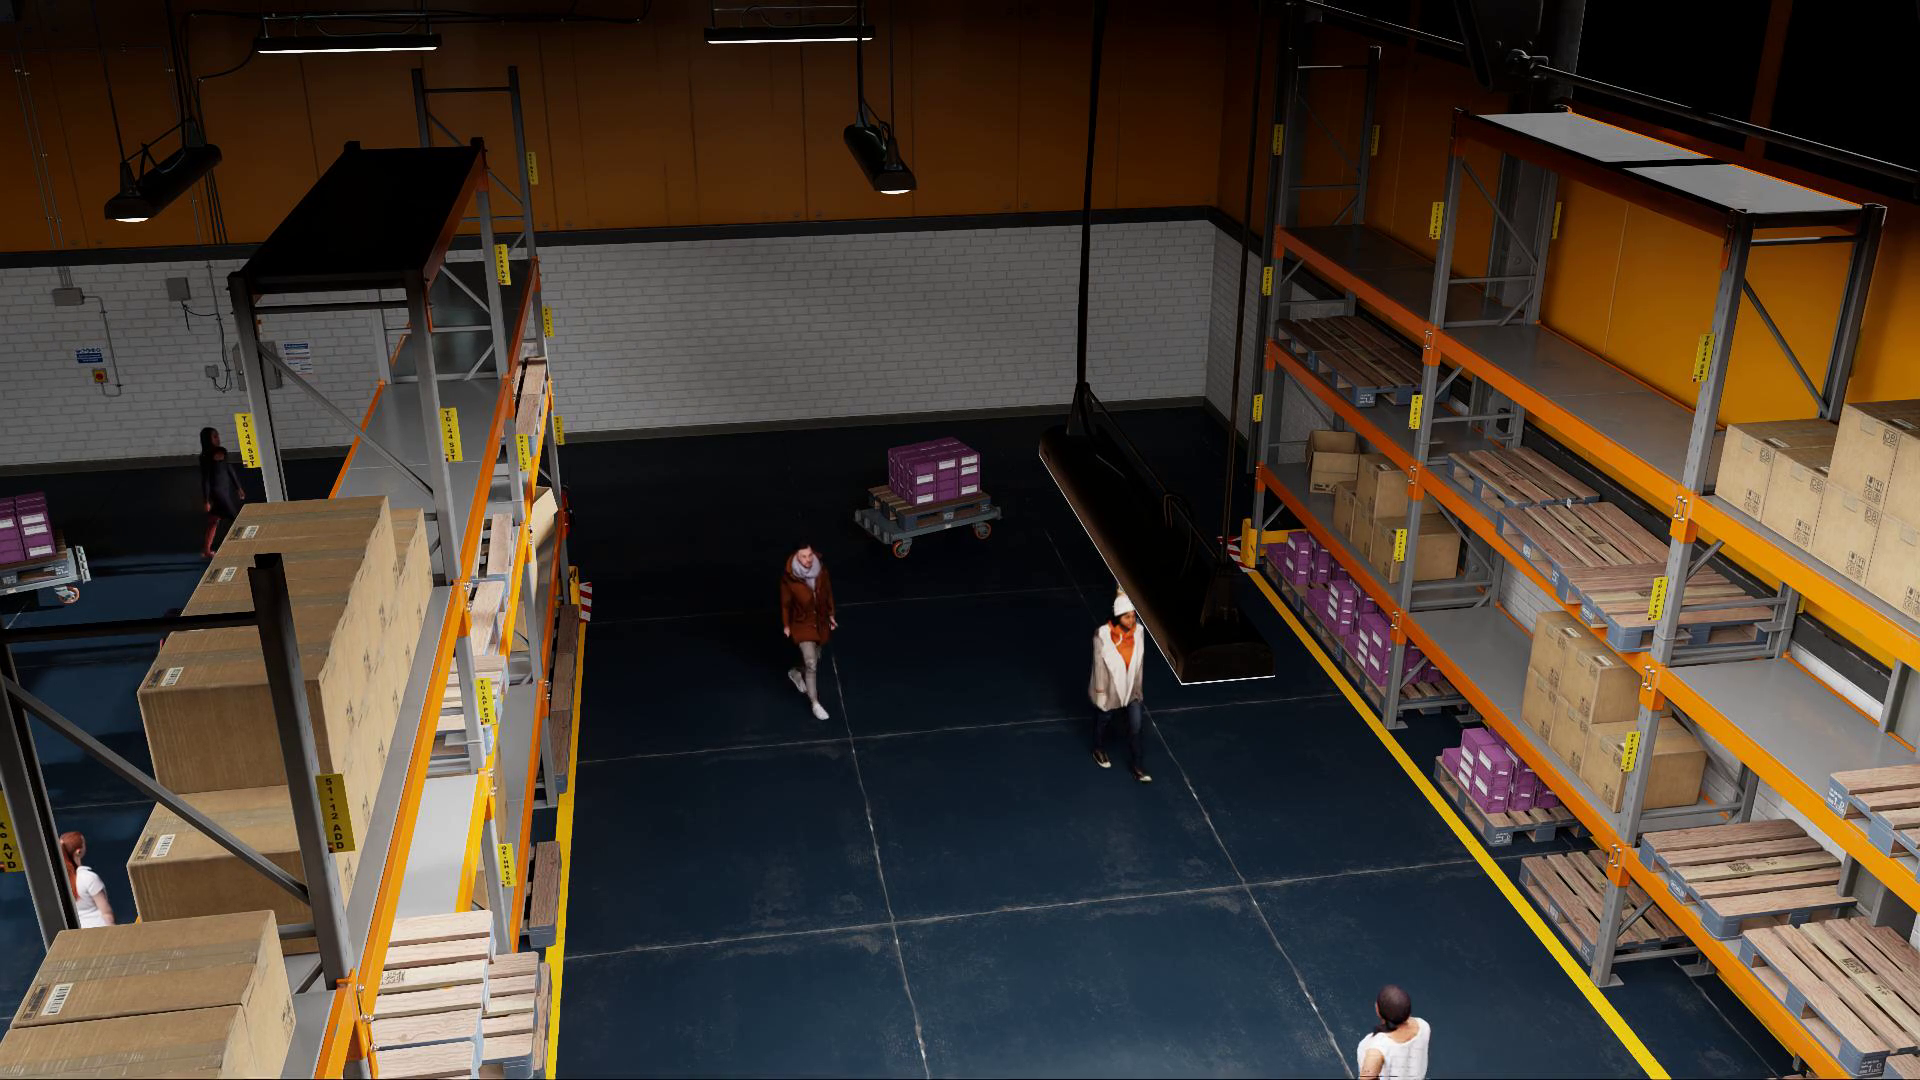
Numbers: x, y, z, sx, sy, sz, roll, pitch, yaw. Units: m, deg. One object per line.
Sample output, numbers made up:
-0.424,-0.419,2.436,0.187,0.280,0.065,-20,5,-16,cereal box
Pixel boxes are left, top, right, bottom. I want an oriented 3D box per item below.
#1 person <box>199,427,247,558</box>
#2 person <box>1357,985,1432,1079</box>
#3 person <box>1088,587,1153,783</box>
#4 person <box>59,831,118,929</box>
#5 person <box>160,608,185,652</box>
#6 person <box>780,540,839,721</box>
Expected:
-8.871,-0.501,19.754,0.888,1.667,1.173,2,24,4,person
2.721,3.565,10.476,0.979,1.648,1.216,-16,28,-32,person
1.411,1.285,15.424,0.758,1.862,1.050,-7,25,-15,person
-6.254,2.867,11.961,0.620,1.738,0.609,3,24,6,person
-7.287,1.386,15.609,0.699,1.530,0.863,2,24,5,person
-1.538,0.826,16.545,1.050,1.806,1.227,-20,30,-37,person
